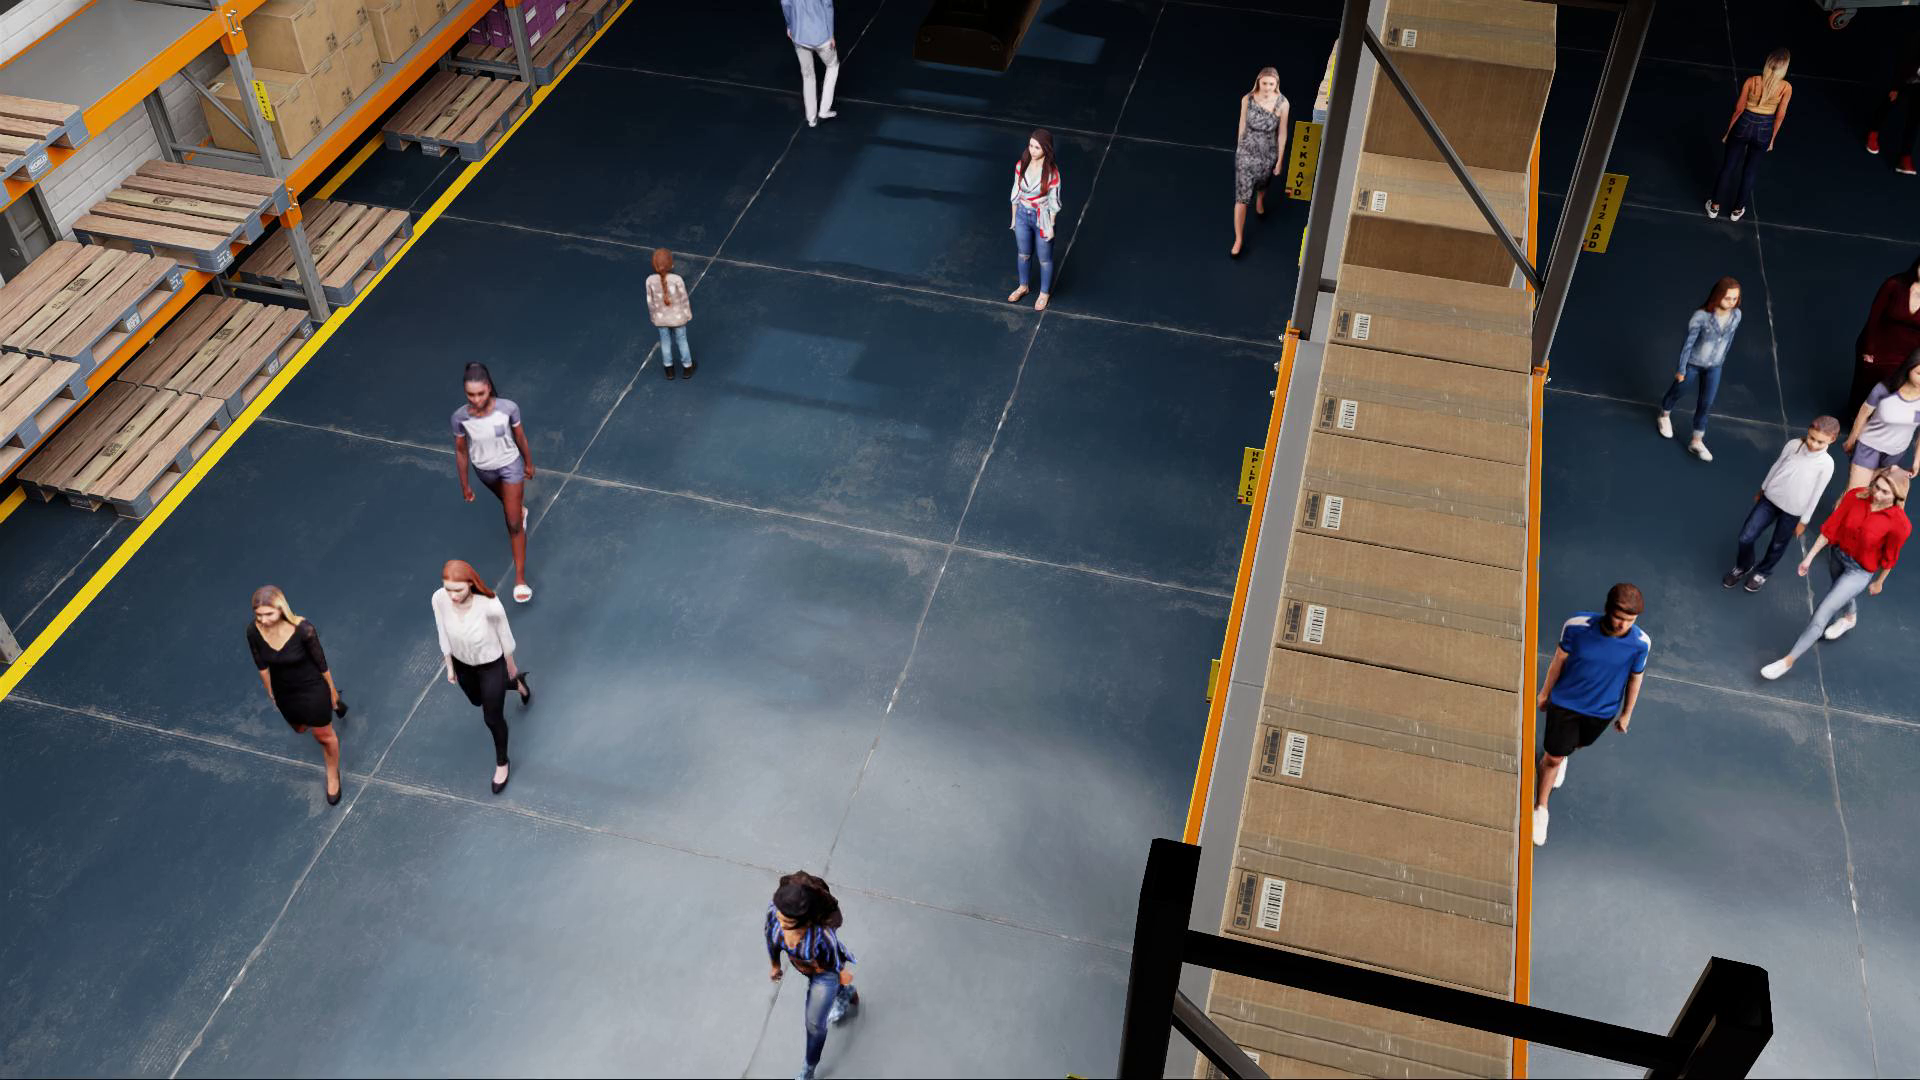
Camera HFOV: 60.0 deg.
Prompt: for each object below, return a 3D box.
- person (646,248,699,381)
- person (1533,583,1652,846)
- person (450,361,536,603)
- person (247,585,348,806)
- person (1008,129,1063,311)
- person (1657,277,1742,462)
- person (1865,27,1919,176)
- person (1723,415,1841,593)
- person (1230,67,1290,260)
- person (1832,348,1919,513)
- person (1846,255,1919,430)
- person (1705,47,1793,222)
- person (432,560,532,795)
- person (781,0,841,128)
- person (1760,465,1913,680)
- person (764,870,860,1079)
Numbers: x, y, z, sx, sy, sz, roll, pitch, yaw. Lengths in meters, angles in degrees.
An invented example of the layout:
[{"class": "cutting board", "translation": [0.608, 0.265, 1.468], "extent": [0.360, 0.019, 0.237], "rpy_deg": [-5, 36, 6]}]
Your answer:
[{"class": "person", "translation": [-2.282, -1.774, 13.080], "extent": [0.530, 1.194, 0.532], "rpy_deg": [0, 44, 0]}, {"class": "person", "translation": [3.698, 0.889, 9.814], "extent": [0.680, 1.844, 1.047], "rpy_deg": [9, 44, 9]}, {"class": "person", "translation": [-3.161, -0.519, 11.420], "extent": [0.974, 1.667, 1.303], "rpy_deg": [-6, 44, -6]}, {"class": "person", "translation": [-3.925, 0.850, 9.989], "extent": [0.726, 1.658, 0.987], "rpy_deg": [-2, 44, -2]}, {"class": "person", "translation": [0.627, -2.648, 13.692], "extent": [0.634, 1.614, 0.590], "rpy_deg": [21, 47, 20]}, {"class": "person", "translation": [5.517, -1.372, 12.467], "extent": [0.758, 1.457, 0.922], "rpy_deg": [-5, 44, -5]}, {"class": "person", "translation": [8.768, -4.271, 15.382], "extent": [0.783, 1.634, 1.119], "rpy_deg": [1, 44, 1]}, {"class": "person", "translation": [5.635, -0.277, 11.254], "extent": [0.734, 1.544, 0.680], "rpy_deg": [-32, 52, -29]}, {"class": "person", "translation": [2.606, -3.363, 14.413], "extent": [0.587, 1.655, 1.132], "rpy_deg": [10, 45, 11]}, {"class": "person", "translation": [6.409, -0.697, 11.601], "extent": [0.692, 1.674, 1.040], "rpy_deg": [4, 44, 5]}, {"class": "person", "translation": [6.948, -1.483, 12.389], "extent": [0.844, 1.726, 1.105], "rpy_deg": [23, 48, 22]}, {"class": "person", "translation": [6.973, -3.577, 14.658], "extent": [0.589, 1.628, 0.528], "rpy_deg": [14, 45, 15]}, {"class": "person", "translation": [-2.879, 0.714, 10.073], "extent": [0.601, 1.739, 1.005], "rpy_deg": [8, 44, 9]}, {"class": "person", "translation": [-1.423, -4.744, 15.705], "extent": [0.666, 1.874, 0.617], "rpy_deg": [11, 45, 11]}, {"class": "person", "translation": [5.785, 0.143, 10.734], "extent": [1.183, 1.653, 1.145], "rpy_deg": [-20, 47, -20]}, {"class": "person", "translation": [-0.727, 2.170, 8.665], "extent": [0.807, 1.573, 1.047], "rpy_deg": [25, 49, 24]}]
